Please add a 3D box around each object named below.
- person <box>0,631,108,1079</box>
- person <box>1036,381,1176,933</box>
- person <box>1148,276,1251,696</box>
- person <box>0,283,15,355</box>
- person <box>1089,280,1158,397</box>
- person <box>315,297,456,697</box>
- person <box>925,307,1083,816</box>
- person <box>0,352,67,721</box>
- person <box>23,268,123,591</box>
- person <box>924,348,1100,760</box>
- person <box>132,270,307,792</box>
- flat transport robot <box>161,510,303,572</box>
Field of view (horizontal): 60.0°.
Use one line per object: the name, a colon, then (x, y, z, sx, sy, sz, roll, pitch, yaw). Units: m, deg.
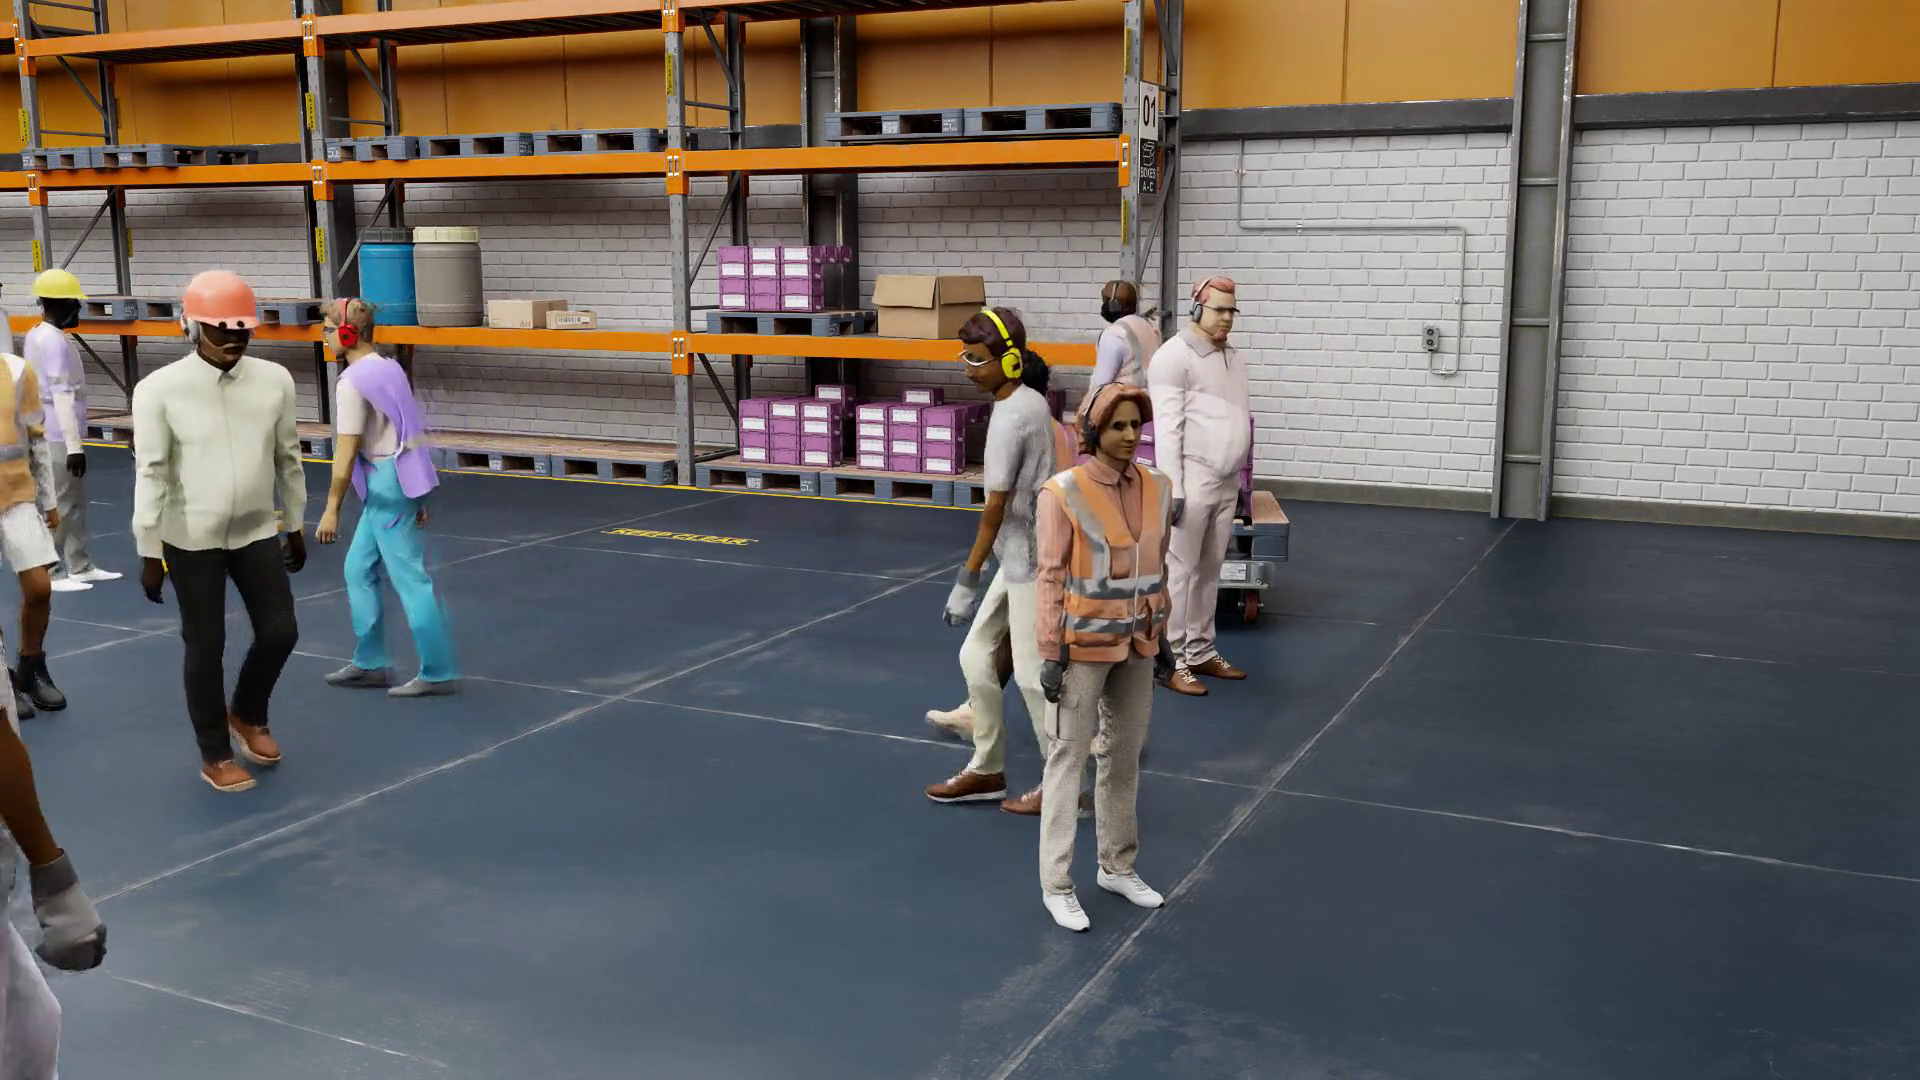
person: (-1.841, 0.604, 2.926, 0.522, 1.844, 0.868, 7, 12, 35)
person: (0.438, 0.341, 5.010, 0.522, 1.638, 0.309, -7, 12, -36)
person: (1.134, -0.254, 7.666, 0.404, 1.903, 0.636, 8, 13, 39)
person: (-7.388, -1.162, 12.675, 0.361, 1.965, 0.613, 0, 10, 2)
person: (0.994, -0.804, 11.050, 0.781, 1.813, 0.642, 5, 11, 26)
person: (-2.660, -0.172, 7.470, 0.772, 1.805, 0.569, -1, 10, -6)
person: (0.129, 0.110, 5.788, 0.709, 1.829, 0.565, 0, 10, 3)
person: (-4.114, -0.150, 7.045, 0.473, 1.908, 0.586, 9, 14, 43)
person: (-5.359, -0.657, 9.943, 0.400, 1.926, 0.611, -7, 12, -34)
person: (0.309, 0.057, 6.641, 0.910, 1.640, 0.541, 2, 10, 12)
person: (-2.718, -0.014, 6.159, 0.556, 1.956, 0.660, 10, 14, 44)
flat transport robot: (-4.810, -0.012, 10.941, 0.652, 0.197, 1.431, -2, 10, -10)
